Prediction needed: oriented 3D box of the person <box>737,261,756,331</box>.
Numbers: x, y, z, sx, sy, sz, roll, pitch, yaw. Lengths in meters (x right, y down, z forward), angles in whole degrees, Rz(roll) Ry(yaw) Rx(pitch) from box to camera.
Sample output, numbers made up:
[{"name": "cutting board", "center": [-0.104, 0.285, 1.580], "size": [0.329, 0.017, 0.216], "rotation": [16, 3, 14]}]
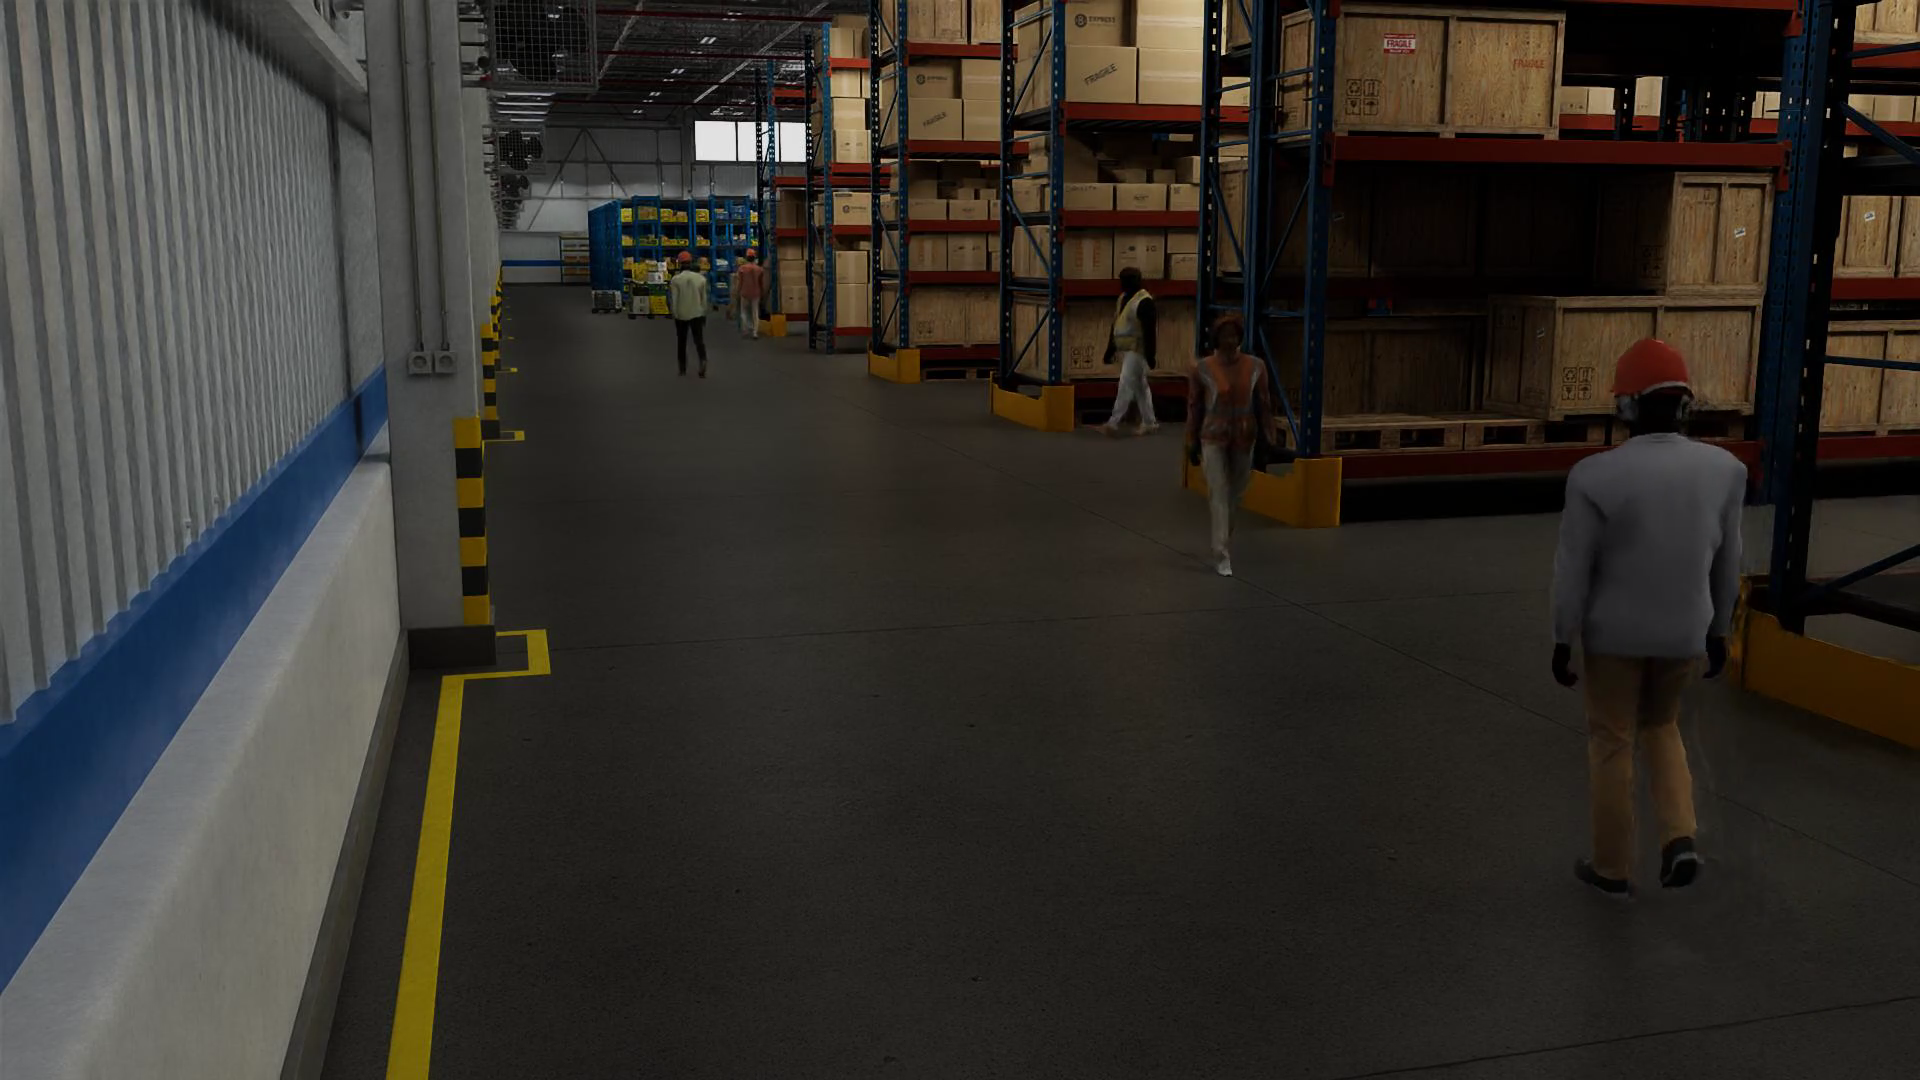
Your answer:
[{"name": "person", "center": [-5.023, -5.860, 39.851], "size": [0.766, 1.724, 0.547], "rotation": [-3, 10, -14]}]

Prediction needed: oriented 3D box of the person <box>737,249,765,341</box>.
[{"name": "person", "center": [-4.520, -5.272, 35.827], "size": [0.648, 1.955, 0.878], "rotation": [-4, 11, -19]}]

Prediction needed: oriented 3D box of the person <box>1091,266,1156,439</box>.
[{"name": "person", "center": [1.732, -1.971, 17.571], "size": [0.899, 1.801, 0.640], "rotation": [-3, 10, -17]}]

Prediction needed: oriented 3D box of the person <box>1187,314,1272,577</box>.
[{"name": "person", "center": [1.678, -0.623, 10.499], "size": [0.519, 1.618, 0.749], "rotation": [-1, 10, -6]}]

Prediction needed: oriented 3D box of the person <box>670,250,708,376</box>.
[{"name": "person", "center": [-4.172, -3.493, 25.752], "size": [0.617, 1.967, 0.835], "rotation": [-5, 11, -25]}]

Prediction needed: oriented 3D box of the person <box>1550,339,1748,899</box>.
[{"name": "person", "center": [2.087, 0.258, 5.115], "size": [0.583, 1.740, 0.382], "rotation": [-1, 10, -6]}]
